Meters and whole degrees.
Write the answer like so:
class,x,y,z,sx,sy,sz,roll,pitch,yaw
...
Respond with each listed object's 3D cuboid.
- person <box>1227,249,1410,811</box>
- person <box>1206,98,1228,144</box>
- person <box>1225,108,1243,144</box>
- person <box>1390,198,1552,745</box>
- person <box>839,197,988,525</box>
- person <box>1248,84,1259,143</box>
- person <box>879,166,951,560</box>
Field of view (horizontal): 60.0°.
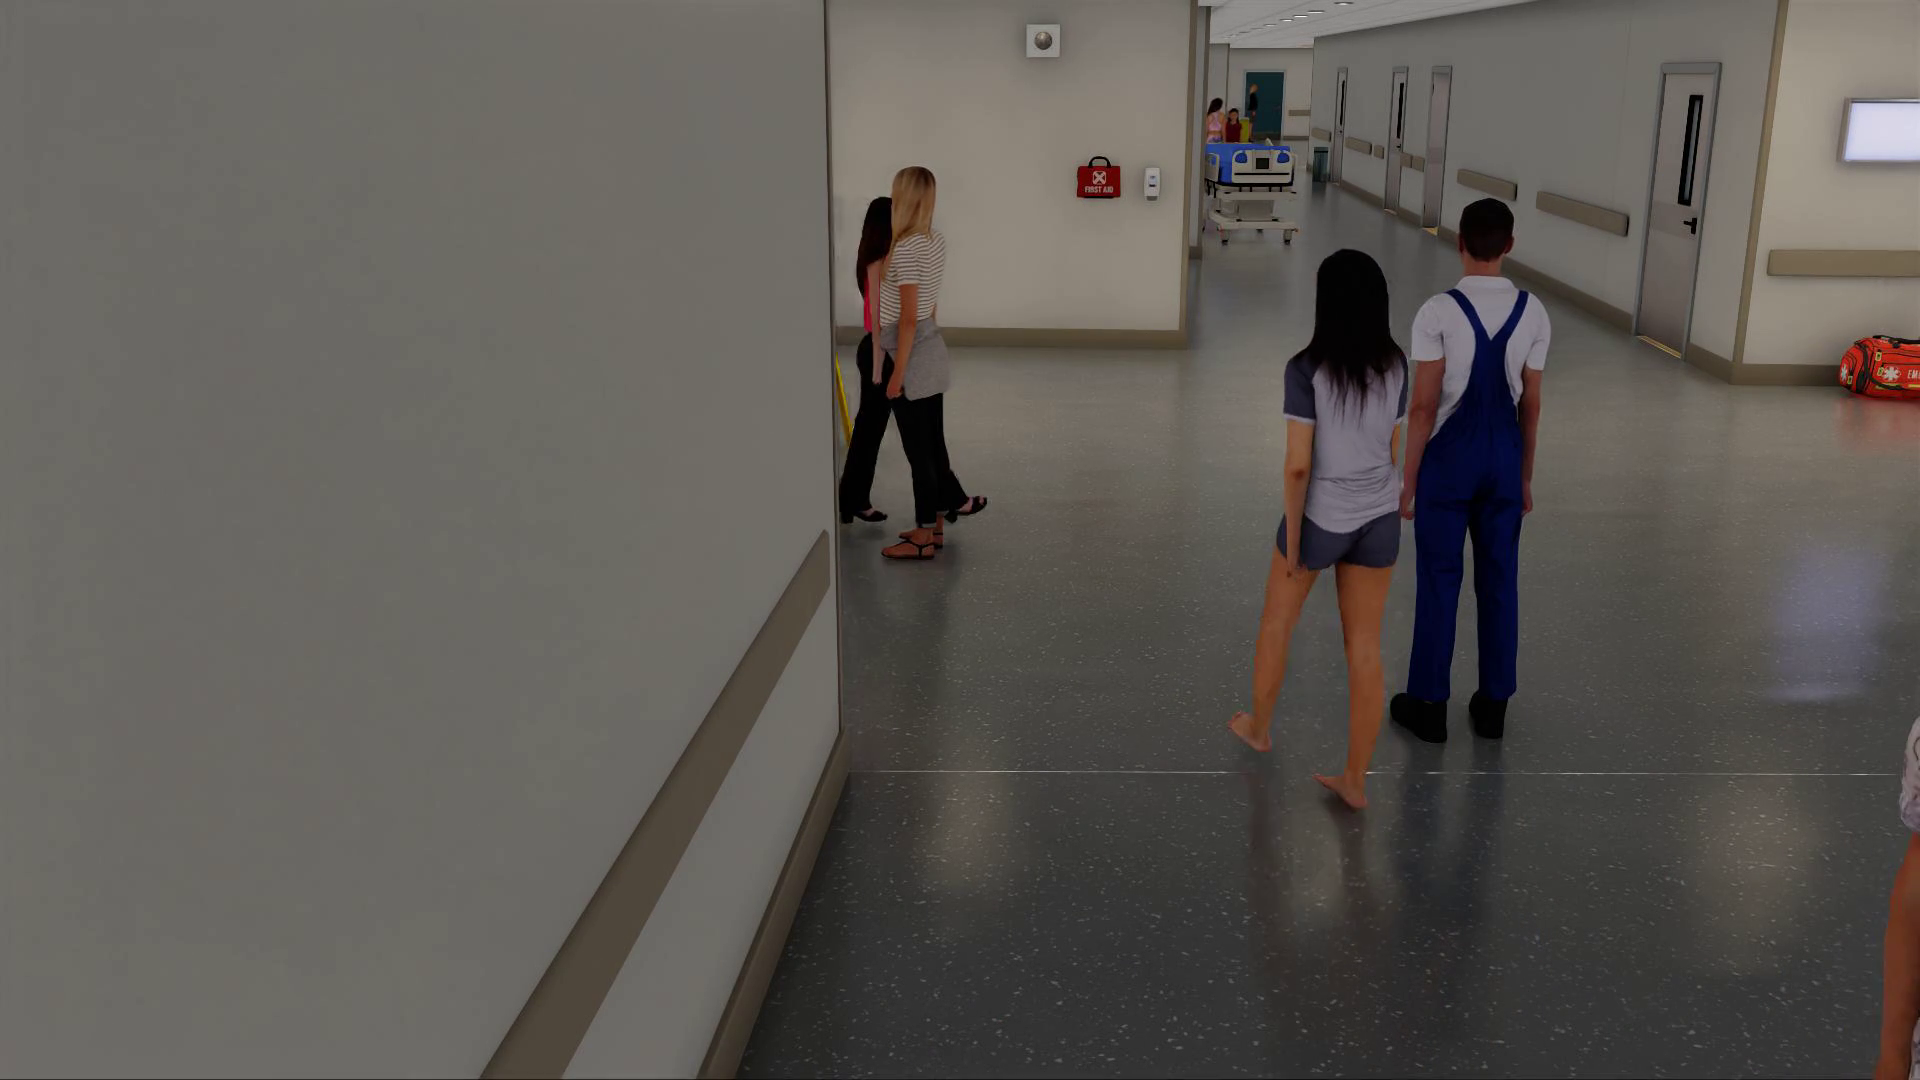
class,x,y,z,sx,sy,sz,roll,pitch,yaw
person,1.213,0.002,5.099,0.924,1.709,0.817,-3,16,-12
person,4.815,-7.431,31.389,0.899,1.750,0.678,0,16,1
person,5.372,-7.754,32.918,0.727,1.533,0.699,-1,16,-2
person,1.732,-0.232,5.669,0.552,1.849,0.723,-1,16,-4
person,-0.430,-0.846,8.244,1.029,1.633,0.712,-2,16,-6
person,9.516,-13.892,54.135,0.522,1.841,0.603,1,16,5
person,-0.188,-0.821,7.803,0.611,1.826,0.657,6,17,19
